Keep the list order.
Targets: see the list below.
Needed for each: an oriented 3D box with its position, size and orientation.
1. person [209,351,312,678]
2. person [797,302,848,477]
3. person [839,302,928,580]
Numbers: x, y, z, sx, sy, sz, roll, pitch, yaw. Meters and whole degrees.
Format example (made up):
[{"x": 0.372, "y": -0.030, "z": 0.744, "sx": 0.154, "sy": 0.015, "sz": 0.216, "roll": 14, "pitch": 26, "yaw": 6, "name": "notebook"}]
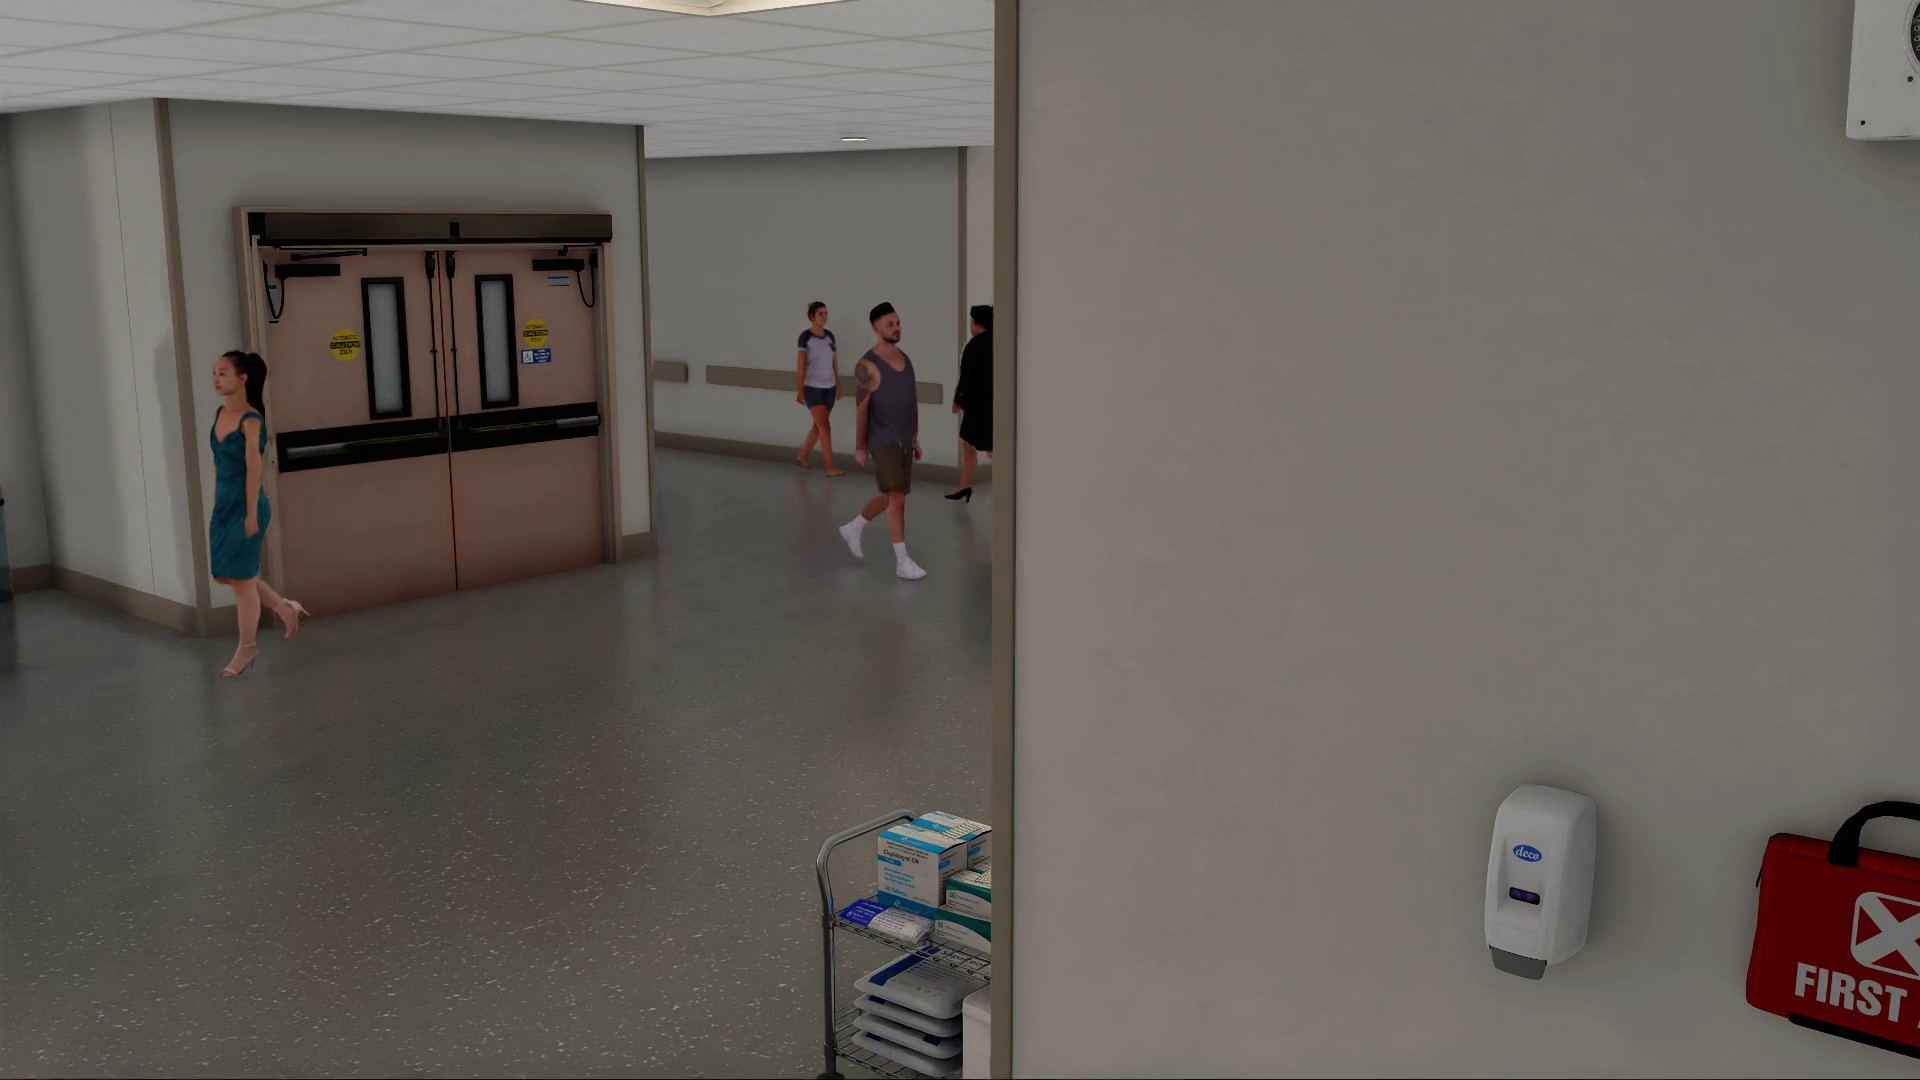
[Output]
[{"x": -3.670, "y": -0.134, "z": 8.631, "sx": 0.560, "sy": 1.674, "sz": 0.721, "roll": 9, "pitch": 14, "yaw": 40, "name": "person"}, {"x": -1.355, "y": -1.383, "z": 15.447, "sx": 0.668, "sy": 1.587, "sz": 0.948, "roll": 10, "pitch": 15, "yaw": 43, "name": "person"}, {"x": -0.523, "y": -0.667, "z": 11.160, "sx": 0.699, "sy": 1.822, "sz": 1.035, "roll": 9, "pitch": 14, "yaw": 40, "name": "person"}]
